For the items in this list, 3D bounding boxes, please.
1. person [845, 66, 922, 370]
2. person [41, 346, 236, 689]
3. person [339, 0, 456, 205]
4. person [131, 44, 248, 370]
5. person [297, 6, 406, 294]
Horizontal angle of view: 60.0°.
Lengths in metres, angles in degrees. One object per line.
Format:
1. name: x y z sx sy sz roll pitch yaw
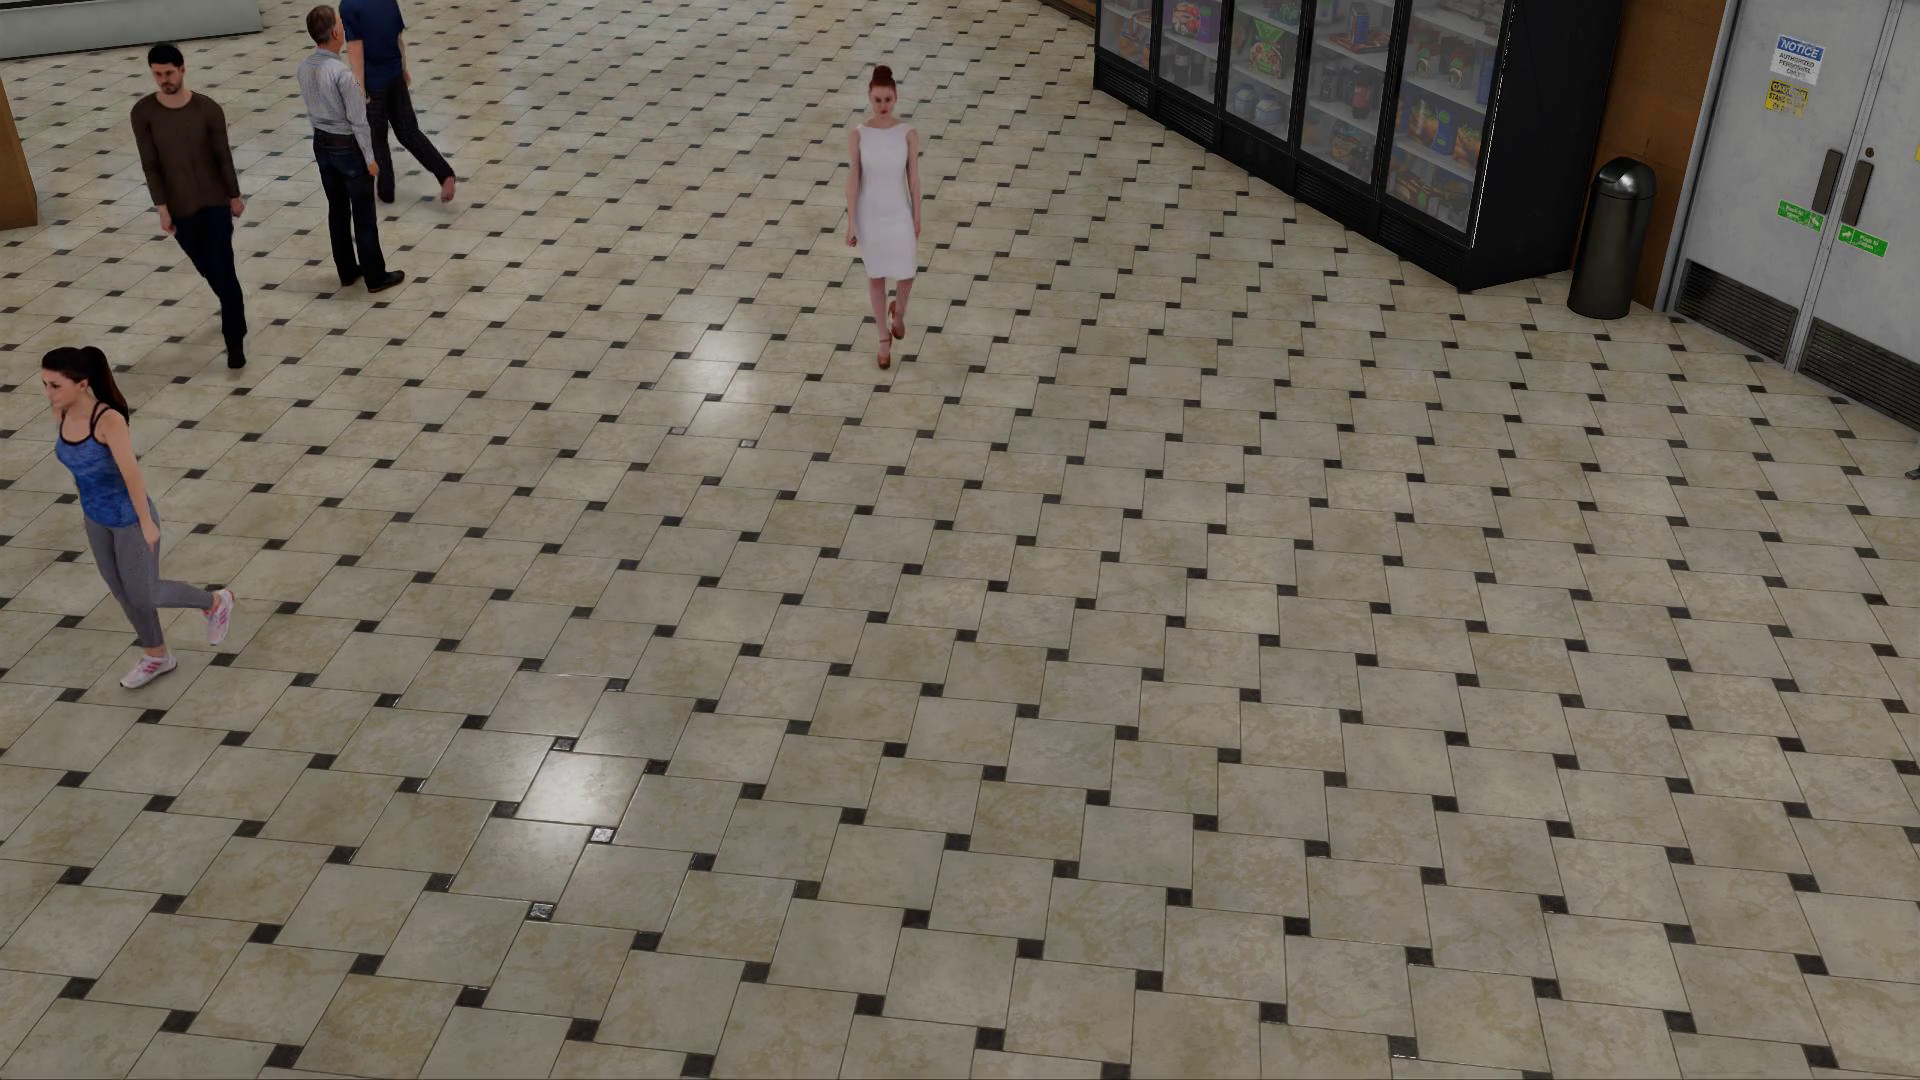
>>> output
1. person: -0.444 -1.884 9.729 0.717 1.787 0.775 -1 32 -1
2. person: -3.510 -0.120 7.074 0.789 1.598 0.892 18 36 27
3. person: -4.058 -3.253 11.870 1.061 1.851 1.112 20 37 28
4. person: -4.536 -2.018 9.892 1.158 1.843 0.914 -6 32 -10
5. person: -3.972 -2.504 10.698 0.733 1.816 0.761 16 35 24
